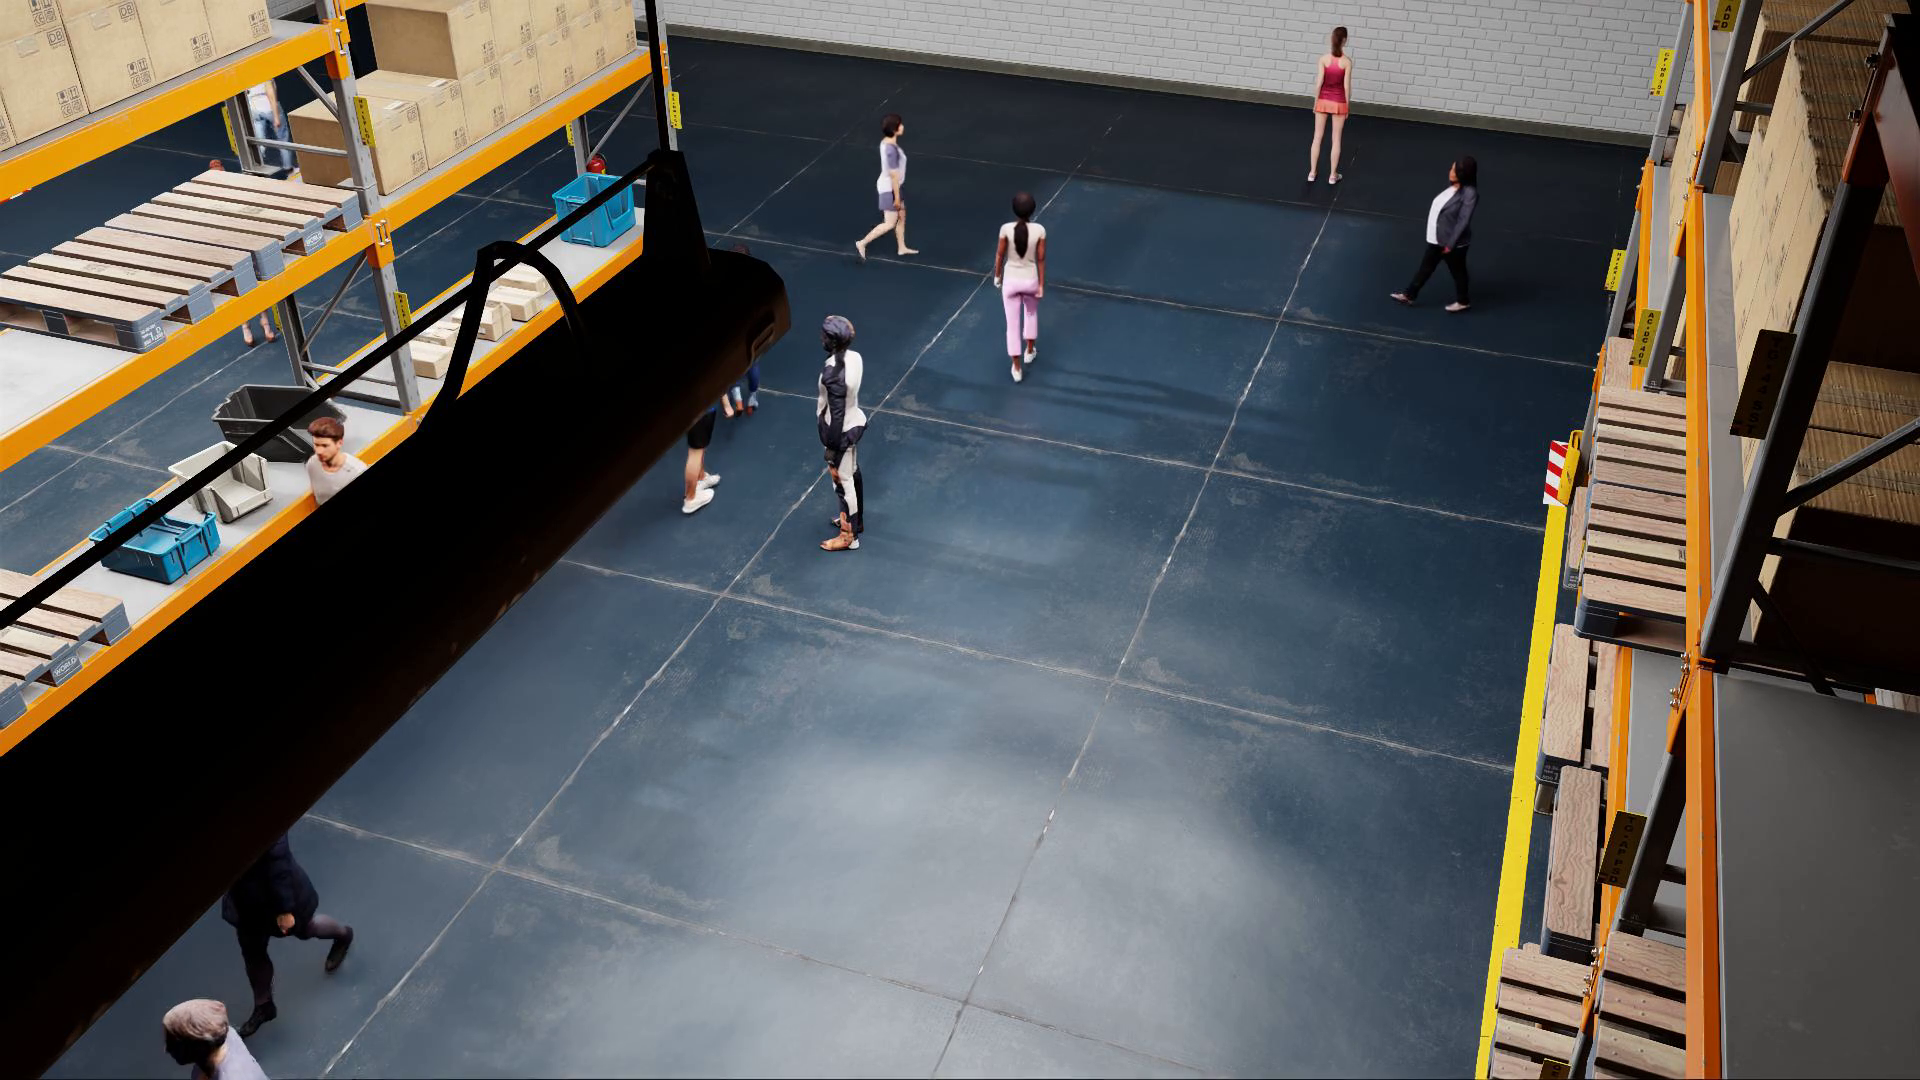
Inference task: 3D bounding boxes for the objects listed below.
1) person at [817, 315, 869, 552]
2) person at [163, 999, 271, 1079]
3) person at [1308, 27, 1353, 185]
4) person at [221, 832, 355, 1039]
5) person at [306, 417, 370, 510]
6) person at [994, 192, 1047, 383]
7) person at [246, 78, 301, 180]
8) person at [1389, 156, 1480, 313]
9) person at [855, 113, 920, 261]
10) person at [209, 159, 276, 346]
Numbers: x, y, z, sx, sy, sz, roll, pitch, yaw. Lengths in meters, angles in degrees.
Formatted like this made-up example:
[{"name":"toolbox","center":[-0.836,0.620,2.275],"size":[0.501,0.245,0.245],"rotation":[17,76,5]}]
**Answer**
[{"name":"person","center":[-0.879,-0.802,12.433],"size":[0.771,1.893,0.578],"rotation":[6,34,9]},{"name":"person","center":[-2.913,2.647,7.280],"size":[1.008,1.853,1.159],"rotation":[29,43,36]},{"name":"person","center":[4.182,-4.895,18.720],"size":[0.579,1.749,0.549],"rotation":[14,36,20]},{"name":"person","center":[-3.570,1.798,8.746],"size":[0.751,1.644,1.086],"rotation":[15,37,22]},{"name":"person","center":[-4.090,-0.056,11.319],"size":[0.700,1.882,0.714],"rotation":[9,35,14]},{"name":"person","center":[0.537,-2.207,14.699],"size":[0.767,1.723,0.901],"rotation":[-2,34,-2]},{"name":"person","center":[-7.779,-4.694,18.469],"size":[0.710,1.692,1.141],"rotation":[7,34,11]},{"name":"person","center":[4.757,-2.874,15.854],"size":[1.058,1.556,1.089],"rotation":[-7,34,-10]},{"name":"person","center":[-0.767,-3.562,16.899],"size":[0.920,1.544,0.945],"rotation":[-7,34,-11]},{"name":"person","center":[-6.620,-2.629,15.270],"size":[0.613,1.793,0.696],"rotation":[-20,38,-27]}]
